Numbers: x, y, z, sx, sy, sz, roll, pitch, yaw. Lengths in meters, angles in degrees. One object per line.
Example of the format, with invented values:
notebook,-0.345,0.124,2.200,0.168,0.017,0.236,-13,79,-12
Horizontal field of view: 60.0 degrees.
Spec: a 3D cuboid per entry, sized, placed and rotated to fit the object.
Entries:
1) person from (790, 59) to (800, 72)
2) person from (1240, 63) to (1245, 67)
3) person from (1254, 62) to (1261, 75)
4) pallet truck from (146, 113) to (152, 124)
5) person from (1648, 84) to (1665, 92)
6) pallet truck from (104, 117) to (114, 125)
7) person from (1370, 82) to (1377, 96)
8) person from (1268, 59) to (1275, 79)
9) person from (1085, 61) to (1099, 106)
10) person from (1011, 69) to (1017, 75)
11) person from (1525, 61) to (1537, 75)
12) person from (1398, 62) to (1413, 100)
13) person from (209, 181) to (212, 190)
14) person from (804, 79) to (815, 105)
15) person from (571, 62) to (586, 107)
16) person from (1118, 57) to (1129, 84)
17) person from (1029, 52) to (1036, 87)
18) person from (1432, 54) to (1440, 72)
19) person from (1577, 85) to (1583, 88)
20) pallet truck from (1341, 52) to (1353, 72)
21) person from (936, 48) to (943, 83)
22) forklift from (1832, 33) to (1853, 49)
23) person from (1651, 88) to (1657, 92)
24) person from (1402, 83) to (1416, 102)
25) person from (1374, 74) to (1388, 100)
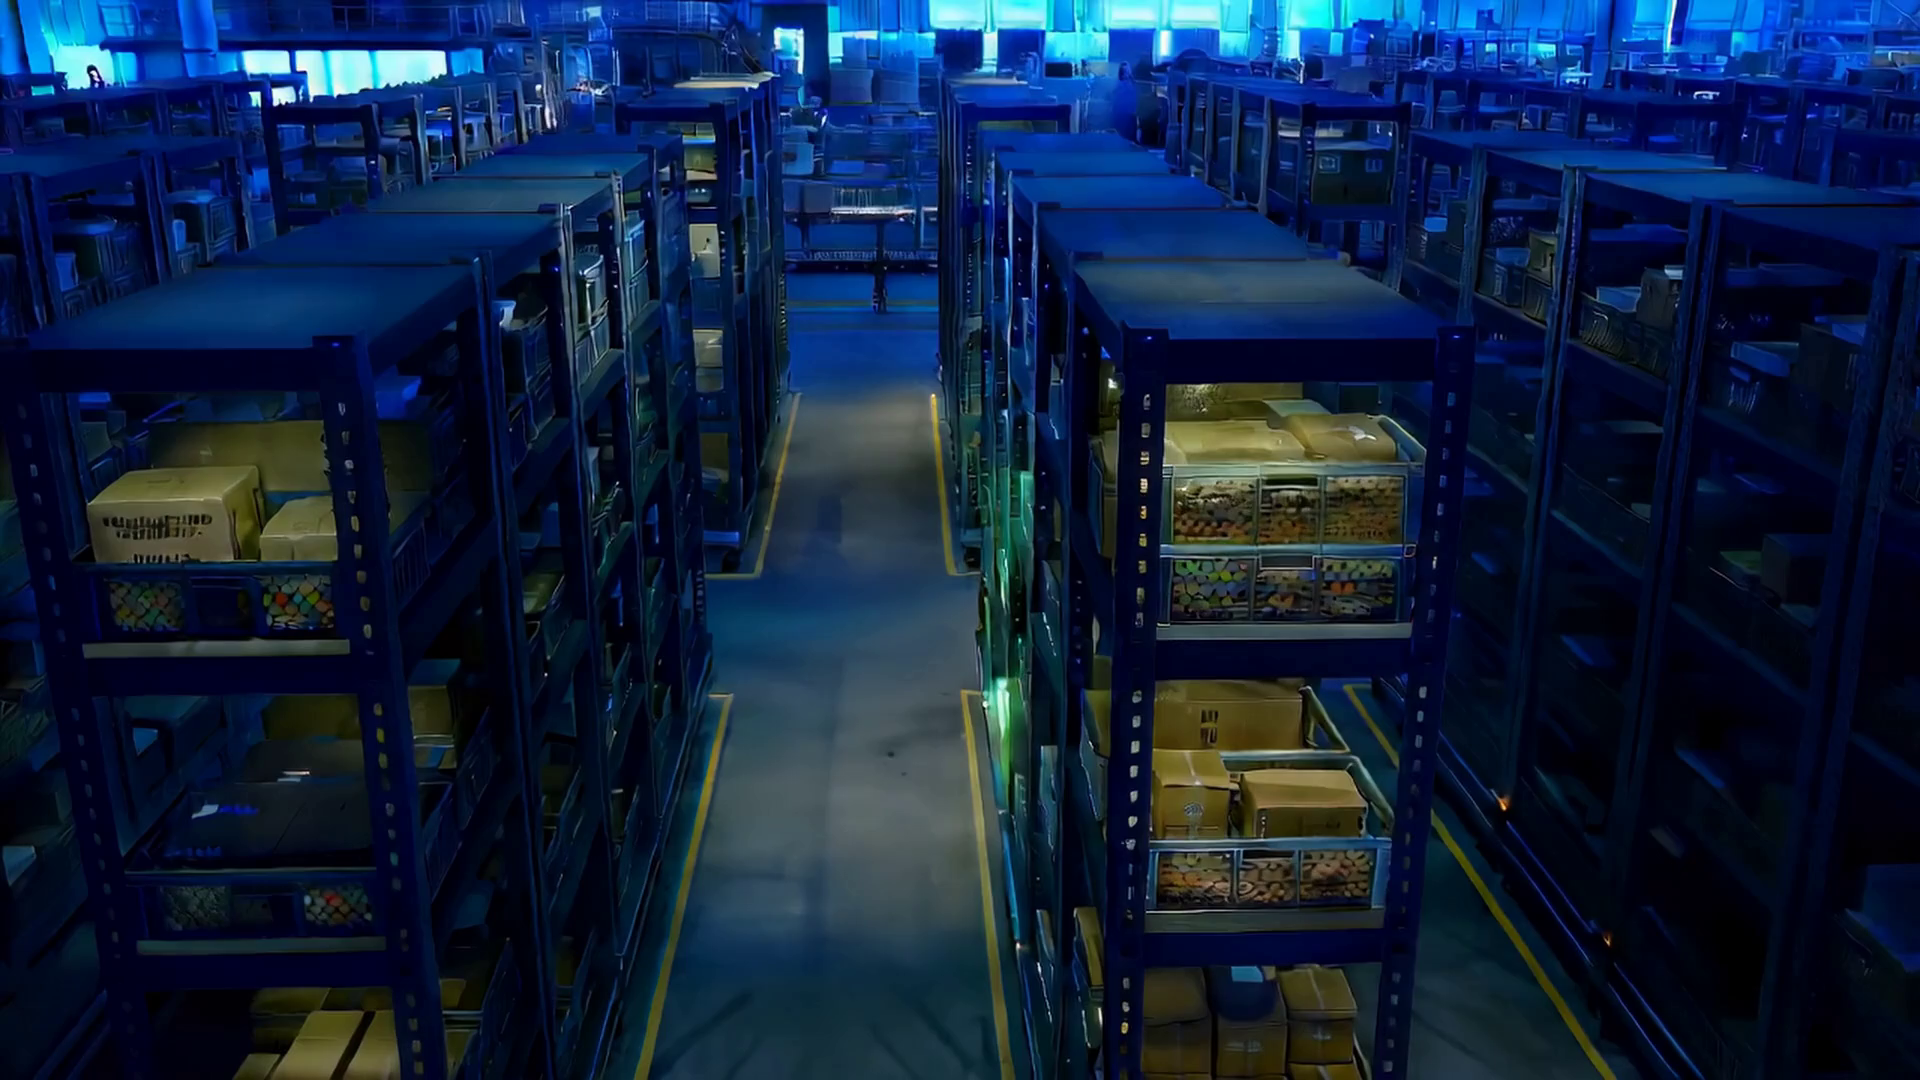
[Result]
person,-9.038,-25.712,90.548,0.844,1.813,0.623,-12,22,-34
person,12.577,-20.373,74.128,0.492,1.742,0.321,11,21,31
person,12.404,-18.999,69.596,0.391,1.920,0.593,6,19,19
pallet truck,-18.087,-8.309,36.390,1.885,1.965,0.823,-1,18,-4
person,25.063,-15.915,59.858,0.678,2.000,0.537,14,22,36
pallet truck,-18.367,-7.885,35.078,1.885,1.965,0.823,1,18,2
person,14.335,-15.052,57.748,0.513,1.672,0.637,-1,18,-3
person,15.065,-22.402,80.499,0.321,1.692,0.534,14,23,37
person,5.698,-19.592,71.478,0.566,1.883,0.983,-5,19,-15
person,2.136,-17.131,63.864,0.964,1.899,0.550,-5,19,-15
person,25.350,-20.388,74.022,0.506,1.839,0.351,5,19,16
person,19.618,-20.056,73.005,0.853,1.843,0.525,6,19,17
person,-17.474,-8.861,38.276,0.640,1.886,0.504,-11,21,-30
person,-4.691,-13.602,52.774,0.760,1.998,0.626,-6,19,-18
person,-16.310,-19.490,71.174,0.574,1.883,0.355,-4,18,-13
person,7.430,-20.915,75.497,0.627,1.938,0.372,-11,21,-30
person,3.636,-23.514,83.516,0.383,1.951,0.605,-5,19,-16
person,23.361,-23.022,82.097,0.610,1.878,0.901,-14,22,-36
person,19.976,-13.873,54.004,0.643,1.744,0.528,9,20,26
pallet truck,18.794,-23.123,82.231,0.823,1.965,1.885,-13,22,-35
person,-1.090,-26.455,92.683,0.645,1.899,0.628,7,19,20
forklift,46.103,-25.165,87.138,1.129,2.768,1.873,-6,19,-17
person,21.593,-13.199,51.912,0.356,1.756,0.528,-16,24,-41
person,16.156,-15.854,59.970,0.508,1.850,0.550,-7,19,-21
person,14.322,-14.958,57.019,0.584,1.961,0.659,4,18,13
